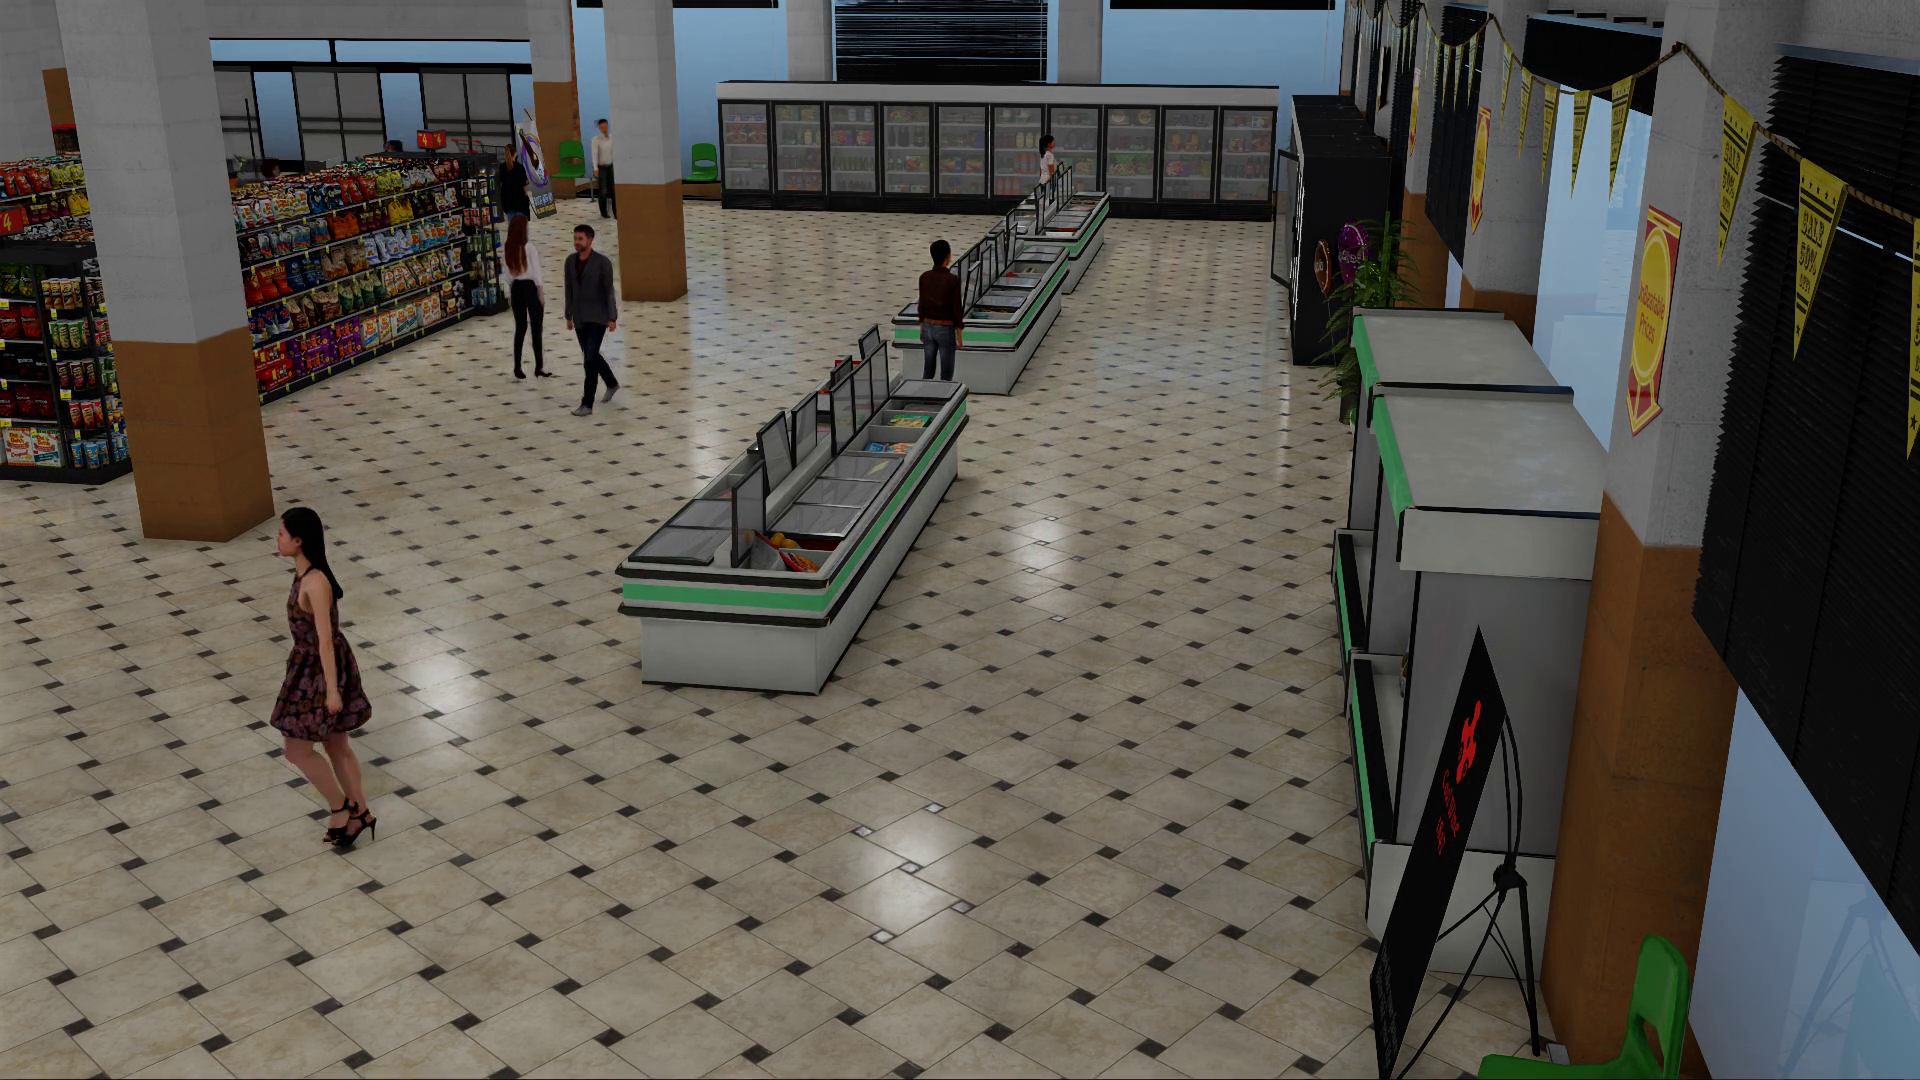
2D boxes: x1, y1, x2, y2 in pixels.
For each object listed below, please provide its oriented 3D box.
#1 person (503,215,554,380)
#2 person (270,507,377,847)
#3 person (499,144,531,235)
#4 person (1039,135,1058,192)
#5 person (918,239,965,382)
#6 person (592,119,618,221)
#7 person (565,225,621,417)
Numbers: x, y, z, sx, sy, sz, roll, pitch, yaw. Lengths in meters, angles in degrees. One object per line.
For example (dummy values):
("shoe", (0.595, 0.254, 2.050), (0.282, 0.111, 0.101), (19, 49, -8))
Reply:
("person", (-4.650, -2.589, 17.759), (0.663, 1.765, 0.683), (8, 20, 22))
("person", (-2.999, 0.685, 8.056), (0.867, 1.761, 0.804), (-9, 21, -25))
("person", (-6.997, -5.367, 26.125), (0.625, 1.684, 0.541), (4, 19, 10))
("person", (1.471, -5.990, 28.031), (0.713, 1.647, 0.617), (-7, 20, -20))
("person", (-0.205, -1.981, 15.935), (0.688, 1.777, 0.617), (9, 21, 26))
("person", (-6.311, -6.578, 29.606), (1.122, 1.754, 1.237), (-12, 22, -32))
("person", (-3.609, -2.176, 16.425), (0.900, 1.835, 1.252), (8, 20, 23))
